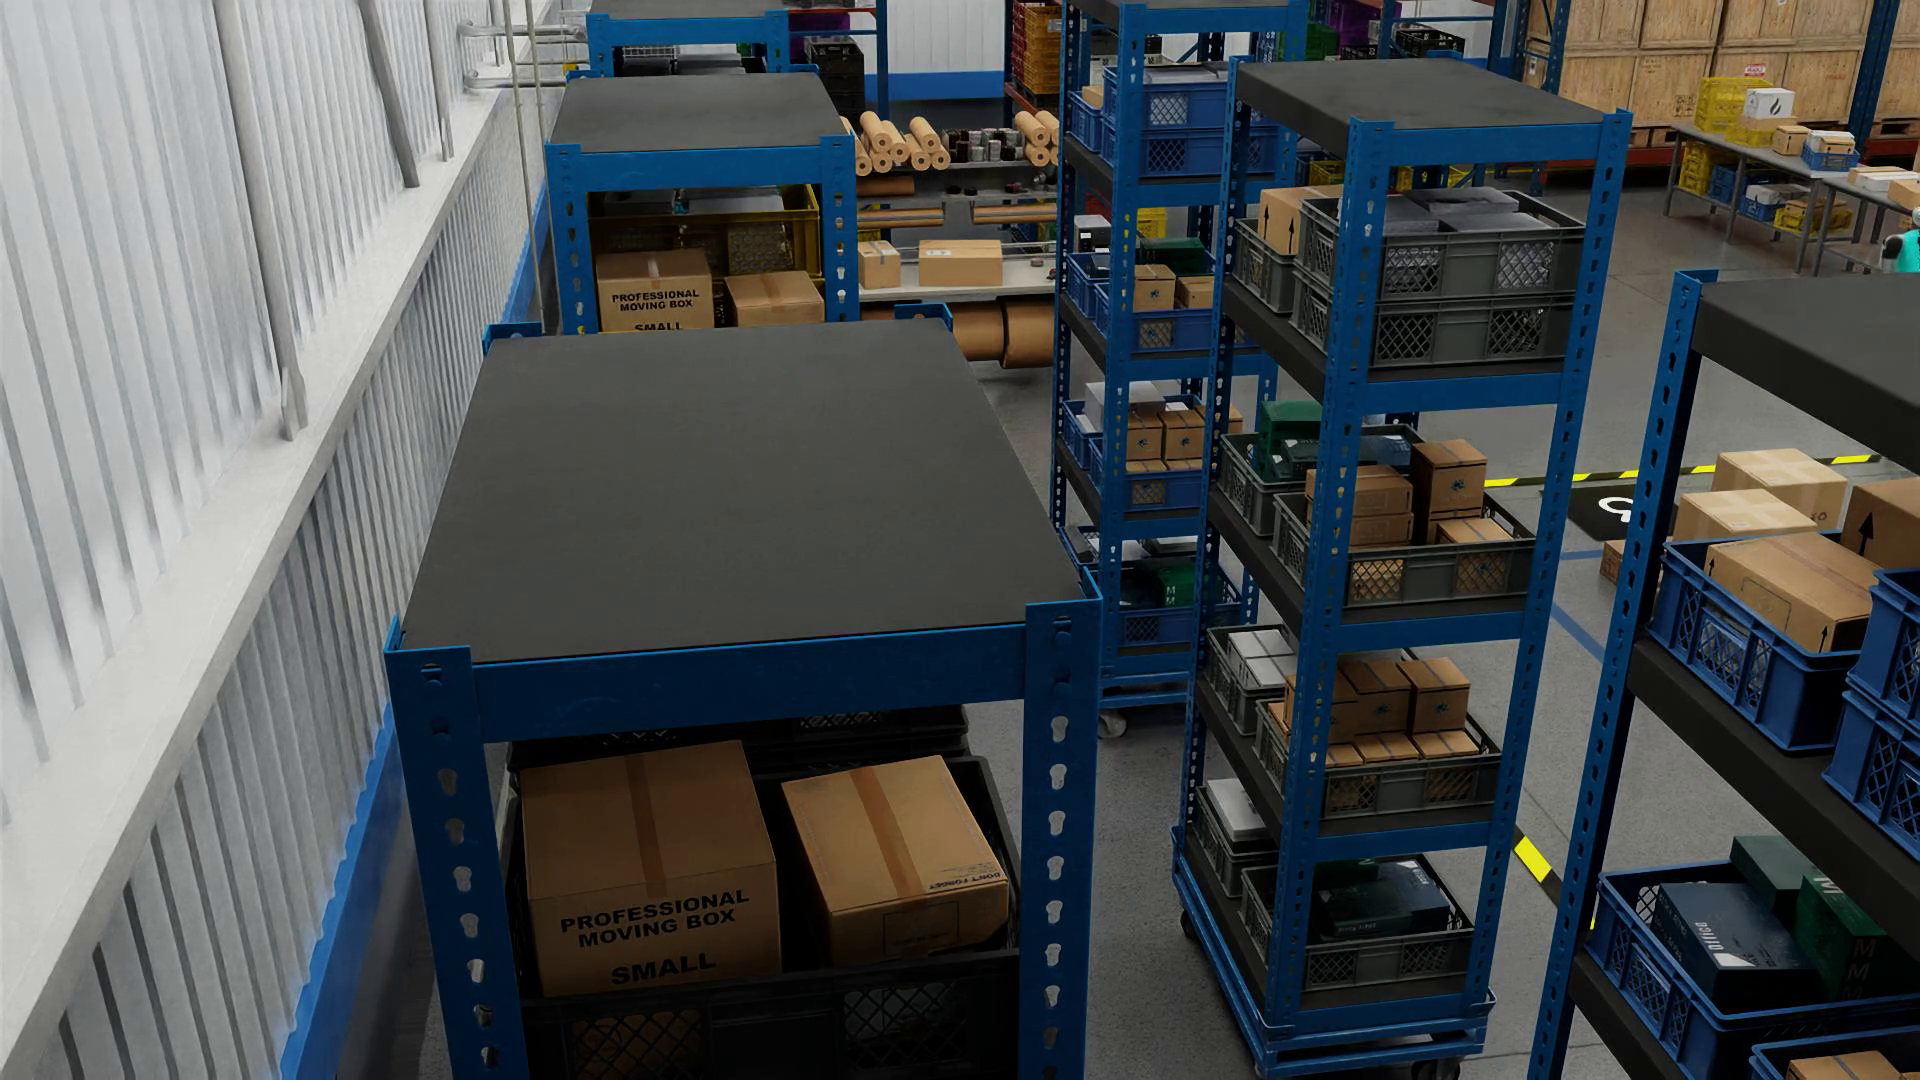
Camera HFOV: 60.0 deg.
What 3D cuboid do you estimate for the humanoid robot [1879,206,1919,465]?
[{"bbox_3d":[6.640,-1.309,11.527,0.547,1.899,0.716,1,25,2],"label":"humanoid robot"}]

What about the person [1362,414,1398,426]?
[{"bbox_3d":[1.946,0.186,7.999,0.589,1.852,0.373,-3,25,-6],"label":"person"}]
